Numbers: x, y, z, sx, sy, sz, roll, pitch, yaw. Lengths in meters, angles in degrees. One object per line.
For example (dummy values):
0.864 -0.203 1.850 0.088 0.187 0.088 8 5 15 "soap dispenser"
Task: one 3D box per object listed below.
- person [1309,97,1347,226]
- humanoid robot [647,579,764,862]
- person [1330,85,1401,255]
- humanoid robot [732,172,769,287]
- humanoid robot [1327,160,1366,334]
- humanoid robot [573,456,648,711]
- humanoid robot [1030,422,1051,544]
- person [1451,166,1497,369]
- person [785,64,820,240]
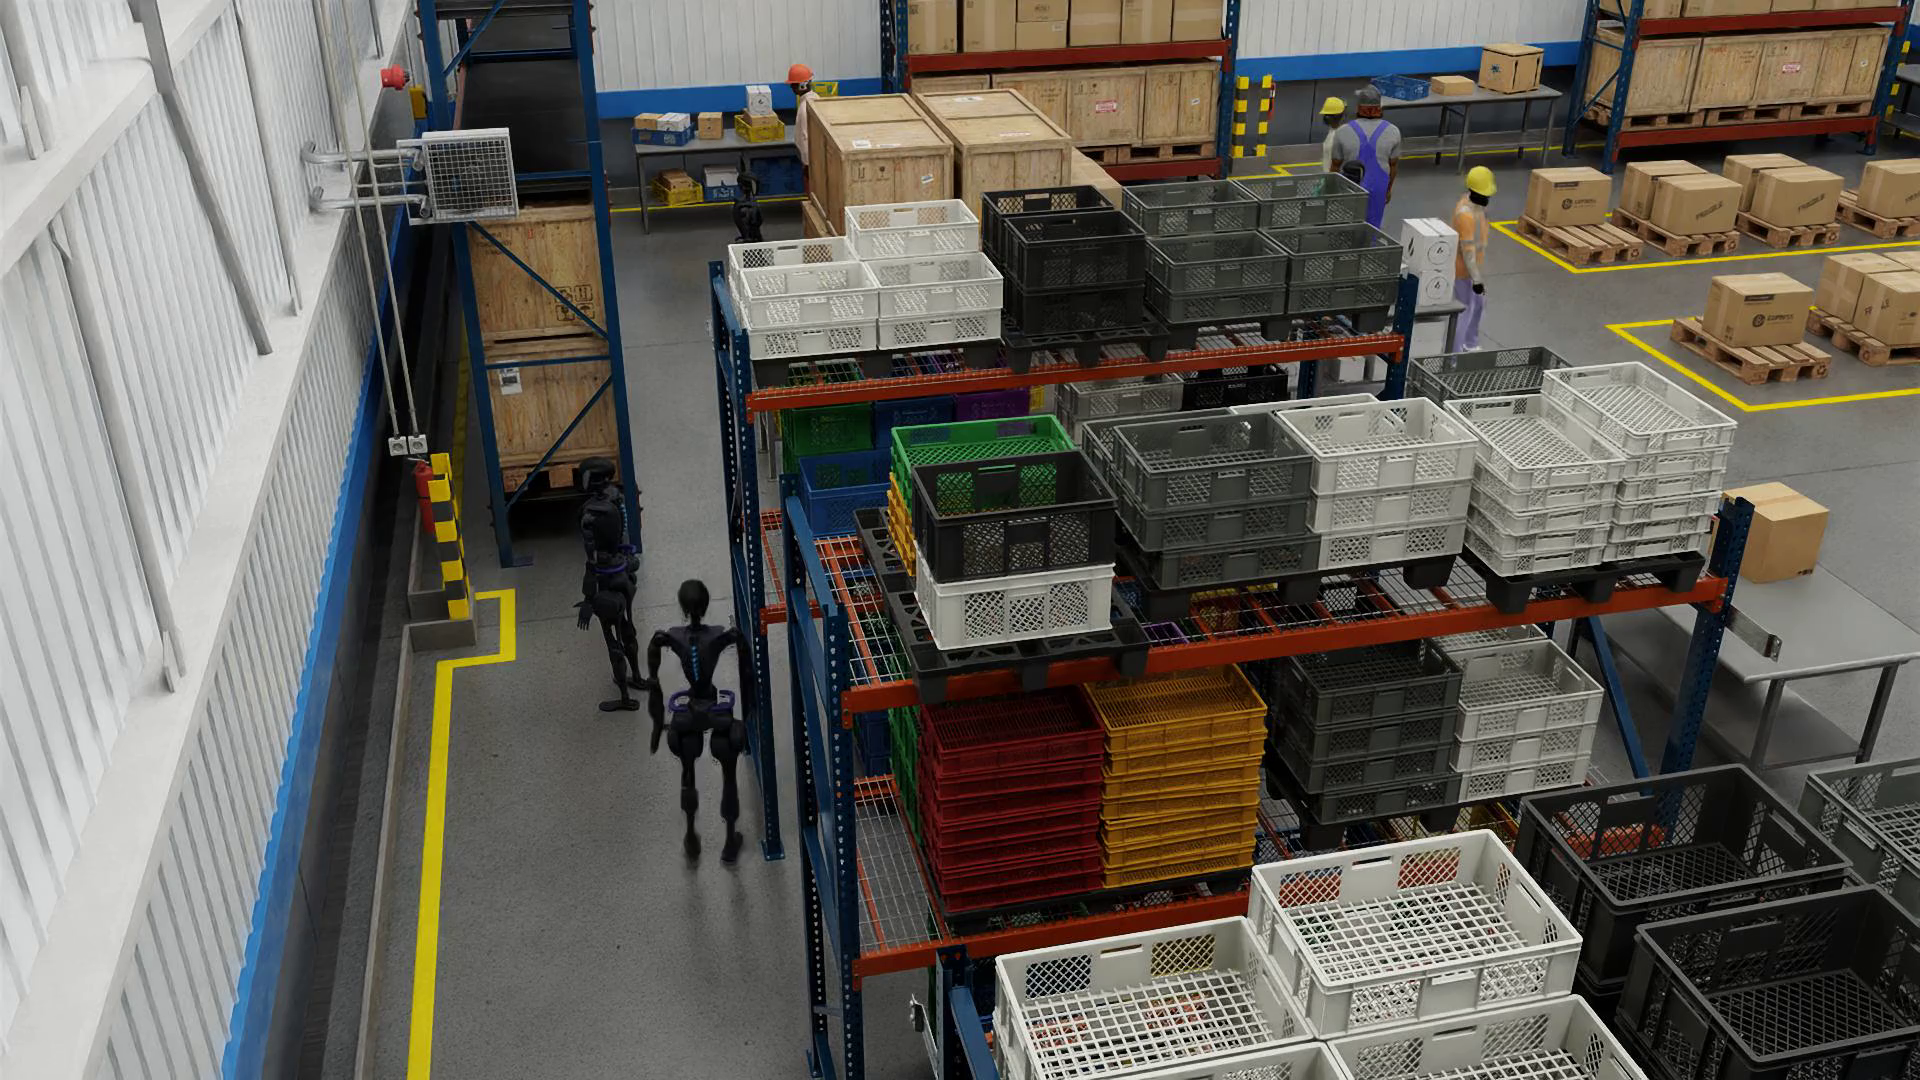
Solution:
3.899 -3.835 17.746 0.681 1.742 0.531 -1 28 -1 "person"
-1.314 0.921 8.790 0.624 1.650 0.481 0 28 0 "humanoid robot"
4.122 -3.656 17.085 0.681 2.000 0.536 4 28 8 "person"
-1.956 -2.611 15.489 0.331 1.650 0.577 2 28 3 "humanoid robot"
3.634 -2.793 15.832 0.365 1.647 0.575 -2 28 -5 "humanoid robot"
-2.125 0.250 10.044 0.327 1.660 0.589 4 28 8 "humanoid robot"
0.654 -0.002 10.536 0.551 1.639 0.615 -1 28 -2 "humanoid robot"
4.626 -2.457 14.974 0.477 1.886 0.694 11 30 20 "person"
-1.663 -4.209 18.208 0.430 1.977 0.596 2 28 3 "person"
